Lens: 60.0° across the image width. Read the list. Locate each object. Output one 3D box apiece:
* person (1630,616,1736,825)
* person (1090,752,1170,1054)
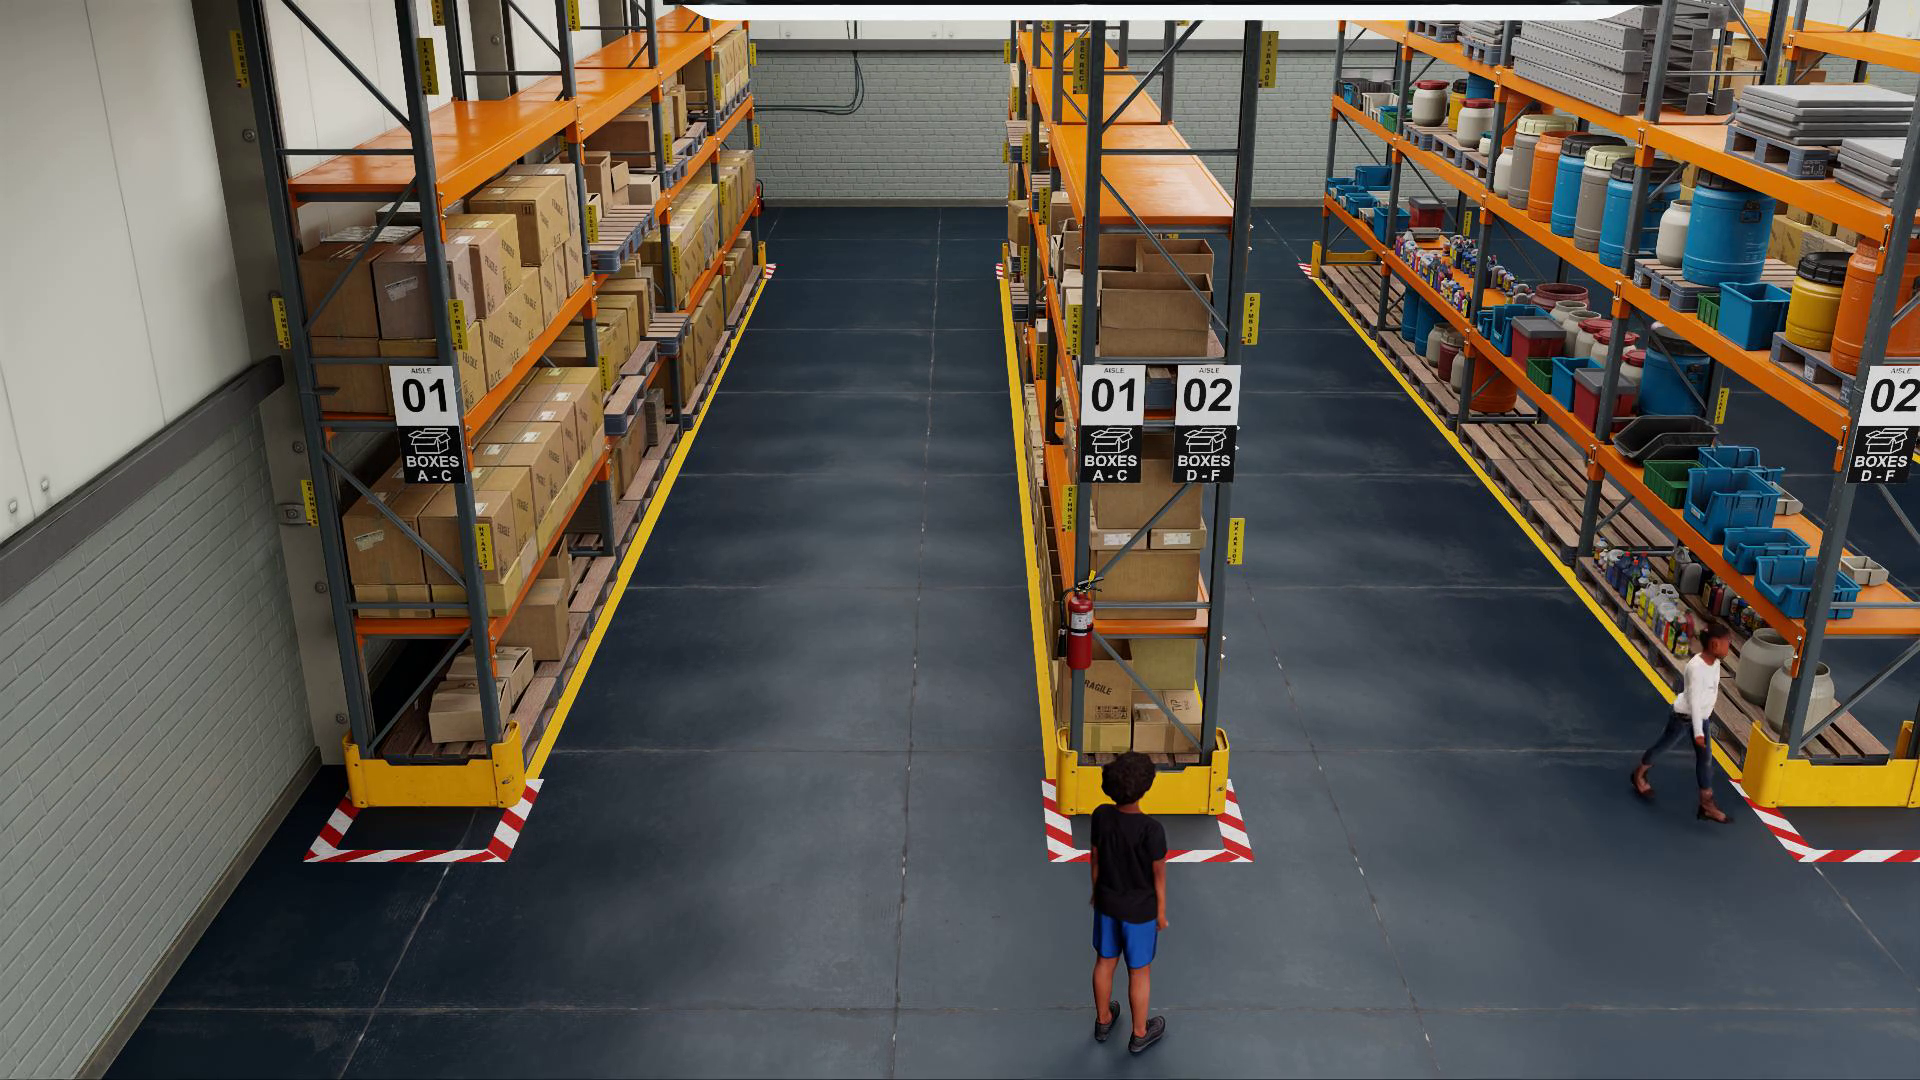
[{"bbox_3d":[4.927,1.199,11.393,0.915,1.415,1.087,-14,26,-30],"label":"person"},{"bbox_3d":[0.902,1.958,9.029,0.712,1.800,0.741,13,26,29],"label":"person"}]
